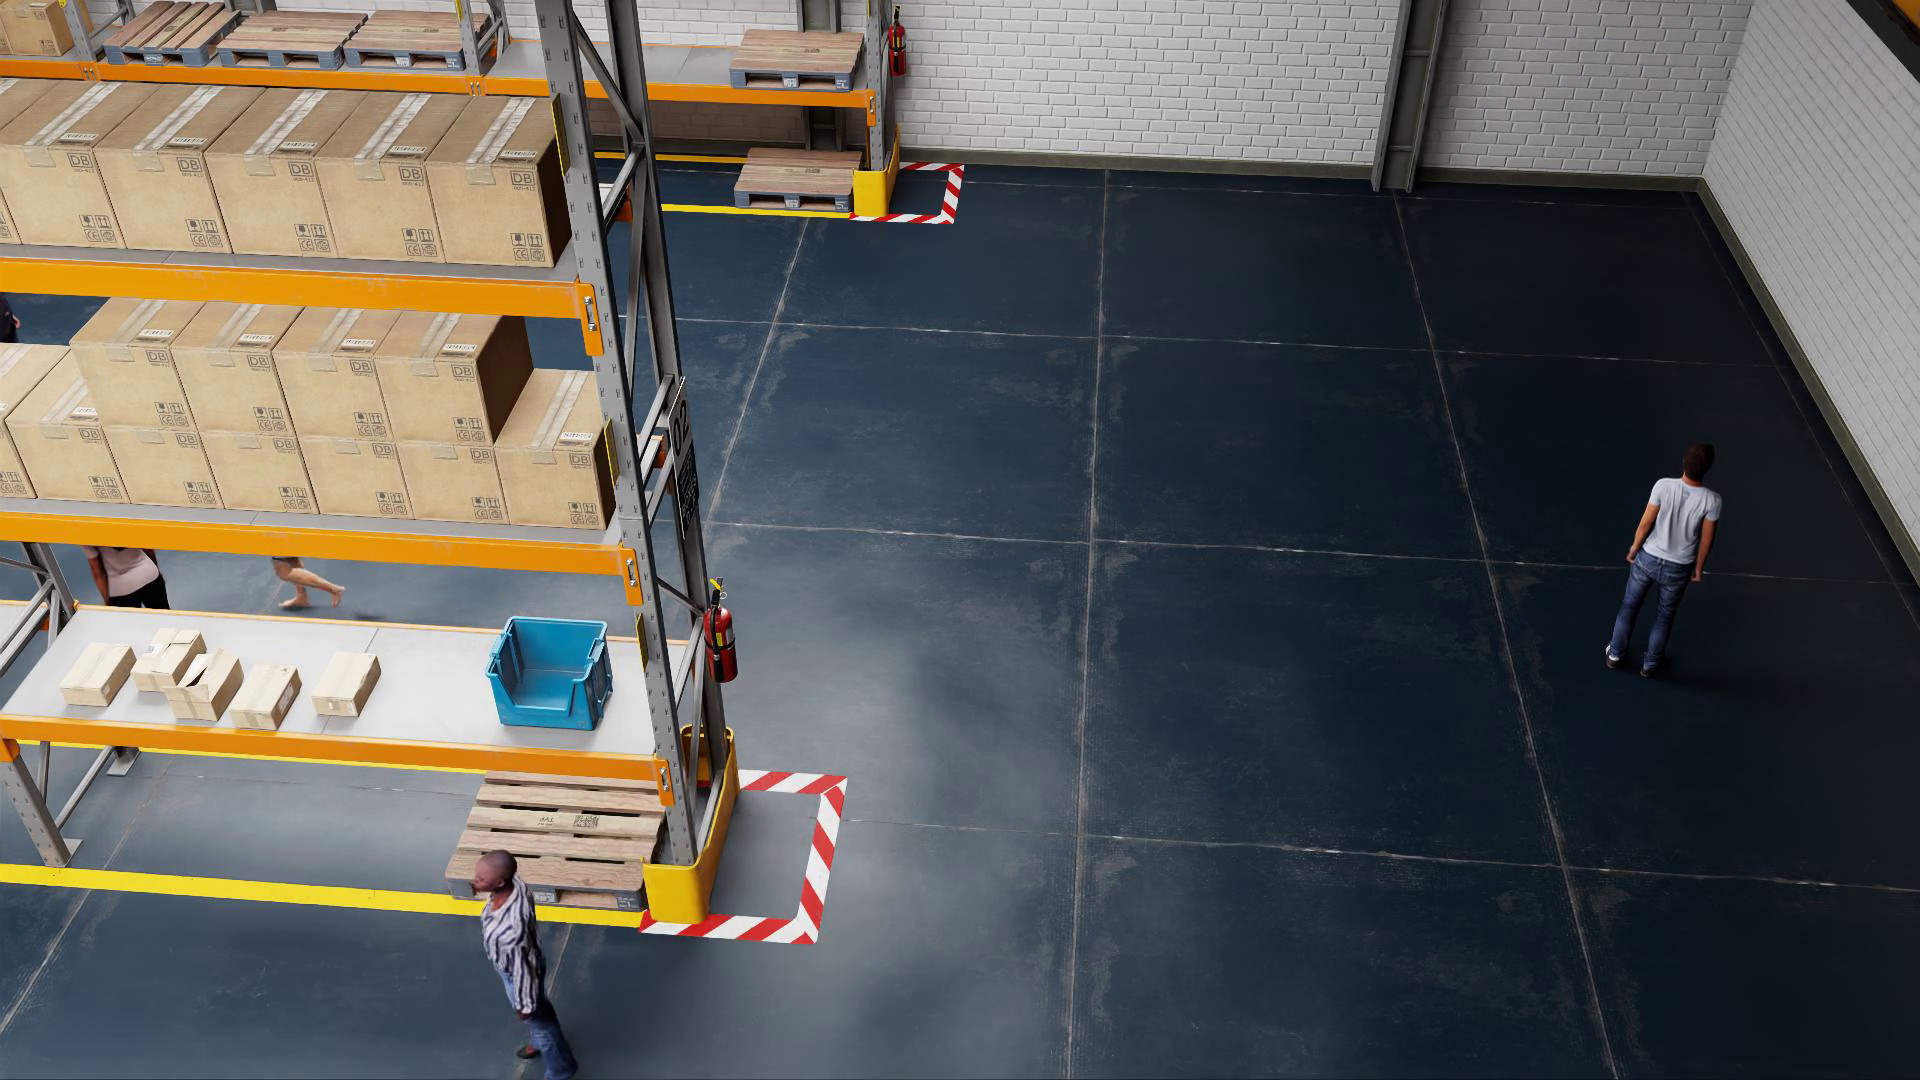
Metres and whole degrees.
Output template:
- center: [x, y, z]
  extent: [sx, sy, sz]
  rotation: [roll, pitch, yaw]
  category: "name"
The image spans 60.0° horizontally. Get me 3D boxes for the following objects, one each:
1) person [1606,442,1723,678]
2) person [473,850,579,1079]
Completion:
- center: [4.734, 0.133, 11.167]
  extent: [0.611, 1.866, 0.769]
  rotation: [18, 42, 21]
  category: "person"
- center: [-2.263, 2.222, 8.608]
  extent: [0.697, 1.796, 0.698]
  rotation: [-16, 41, -20]
  category: "person"
